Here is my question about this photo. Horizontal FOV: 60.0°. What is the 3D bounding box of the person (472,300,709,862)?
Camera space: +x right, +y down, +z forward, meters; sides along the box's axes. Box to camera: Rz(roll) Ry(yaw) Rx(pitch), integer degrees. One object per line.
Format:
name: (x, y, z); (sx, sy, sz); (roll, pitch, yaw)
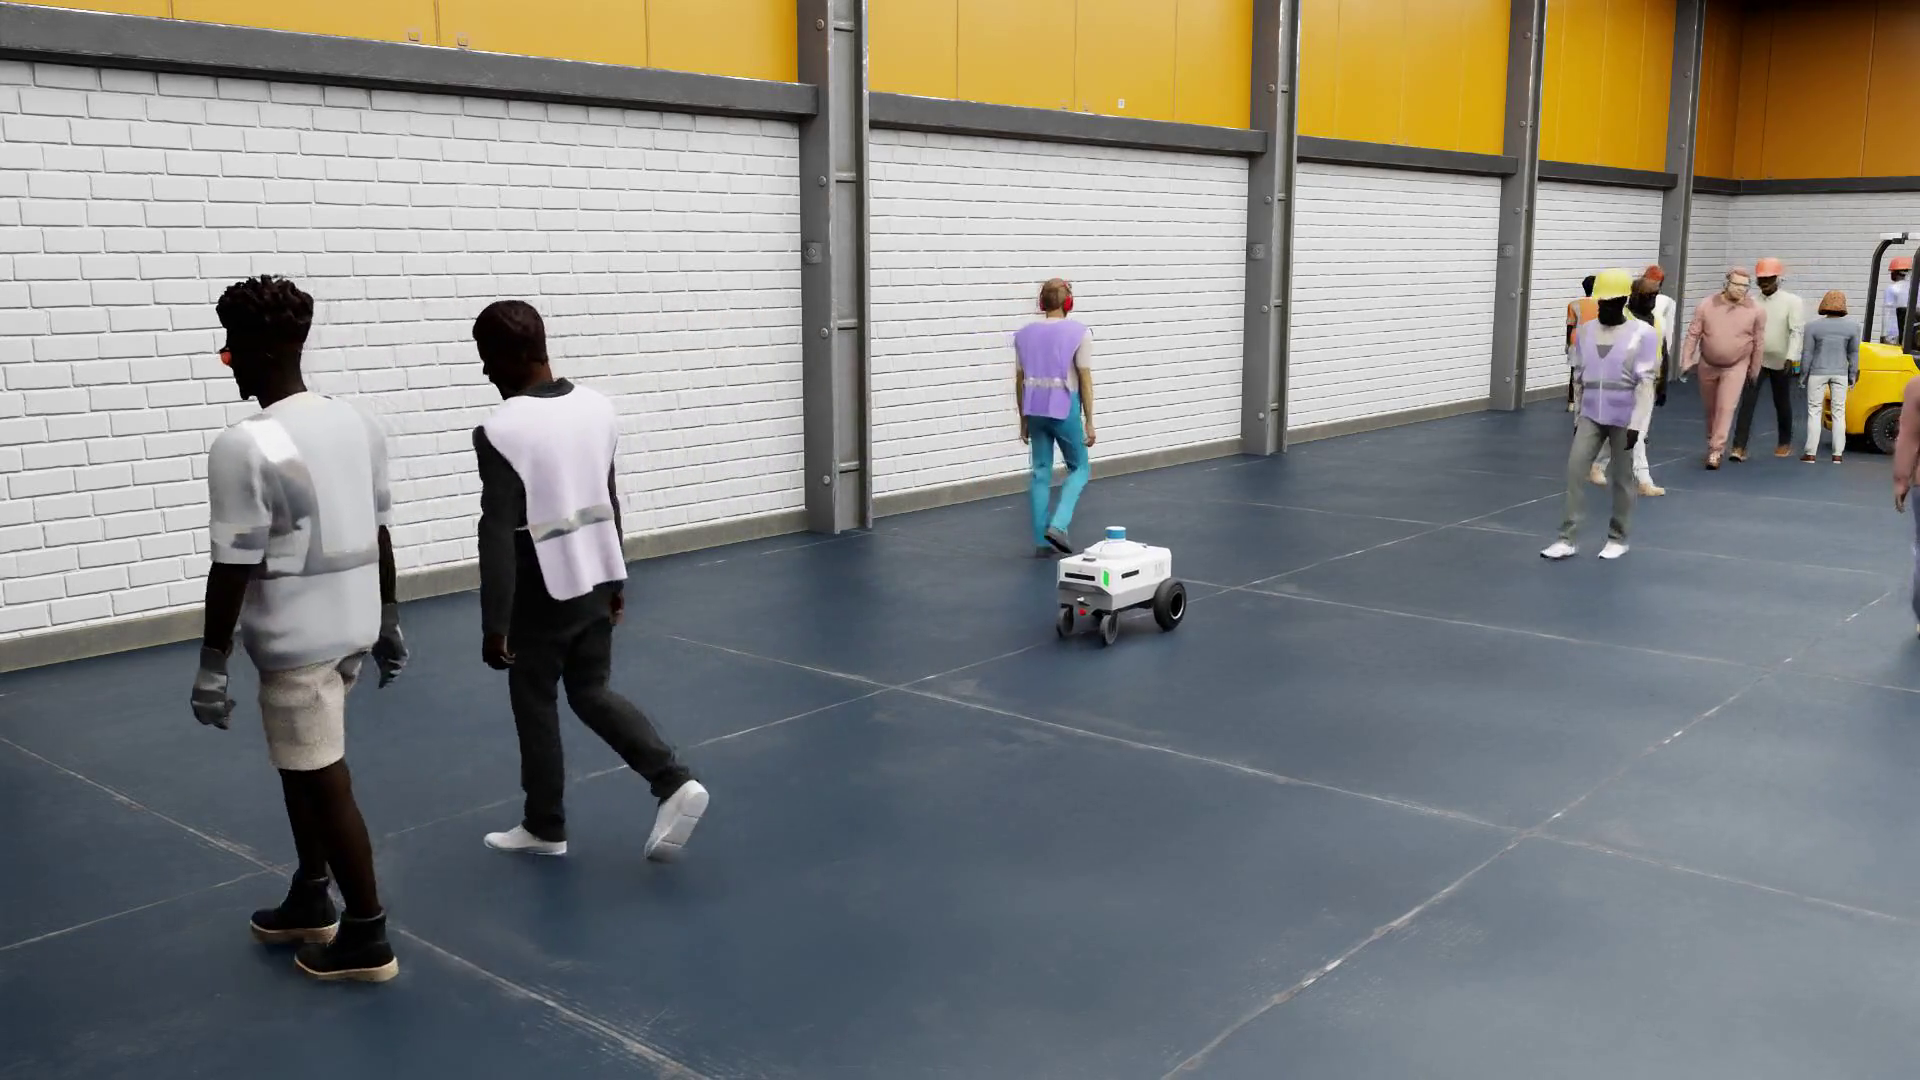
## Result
person: (-1.242, 0.168, 5.351); (0.785, 1.874, 0.631); (5, 11, 26)

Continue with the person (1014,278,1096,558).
person: (0.621, -0.785, 10.867); (0.606, 1.827, 0.448); (6, 12, 30)

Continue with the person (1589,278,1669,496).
person: (5.613, -1.302, 13.957); (0.630, 1.791, 0.981); (-4, 11, -23)

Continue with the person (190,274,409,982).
person: (-1.879, 0.259, 4.563); (0.706, 1.944, 0.621); (2, 10, 14)

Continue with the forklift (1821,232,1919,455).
forklift: (9.955, -1.972, 16.595); (2.313, 2.155, 1.214); (1, 10, 8)

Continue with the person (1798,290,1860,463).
person: (8.190, -1.534, 15.698); (0.507, 1.632, 0.264); (2, 10, 13)

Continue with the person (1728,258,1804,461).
person: (7.773, -1.727, 15.970); (0.605, 1.945, 1.054); (9, 13, 41)

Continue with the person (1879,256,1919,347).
person: (12.457, -2.785, 22.022); (0.545, 1.921, 0.626); (-3, 11, -19)

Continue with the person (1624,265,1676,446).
person: (6.909, -1.868, 16.977); (0.734, 1.853, 0.415); (0, 10, 0)

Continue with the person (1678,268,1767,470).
person: (7.104, -1.599, 15.493); (0.660, 1.852, 1.034); (7, 12, 36)

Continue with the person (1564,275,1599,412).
person: (7.735, -2.408, 20.513); (0.535, 1.691, 0.319); (2, 10, 14)

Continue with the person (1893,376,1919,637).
person: (4.985, -0.280, 8.296); (0.534, 1.729, 0.871); (9, 13, 41)

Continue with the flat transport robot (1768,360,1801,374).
flat transport robot: (13.408, -2.755, 26.526); (1.431, 0.197, 0.652); (0, 10, 0)

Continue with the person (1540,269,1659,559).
person: (4.128, -0.781, 10.693); (0.852, 1.889, 0.589); (-9, 13, -41)

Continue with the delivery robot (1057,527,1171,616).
delivery robot: (0.815, 0.173, 8.759); (0.477, 0.478, 0.707); (7, 12, 36)
